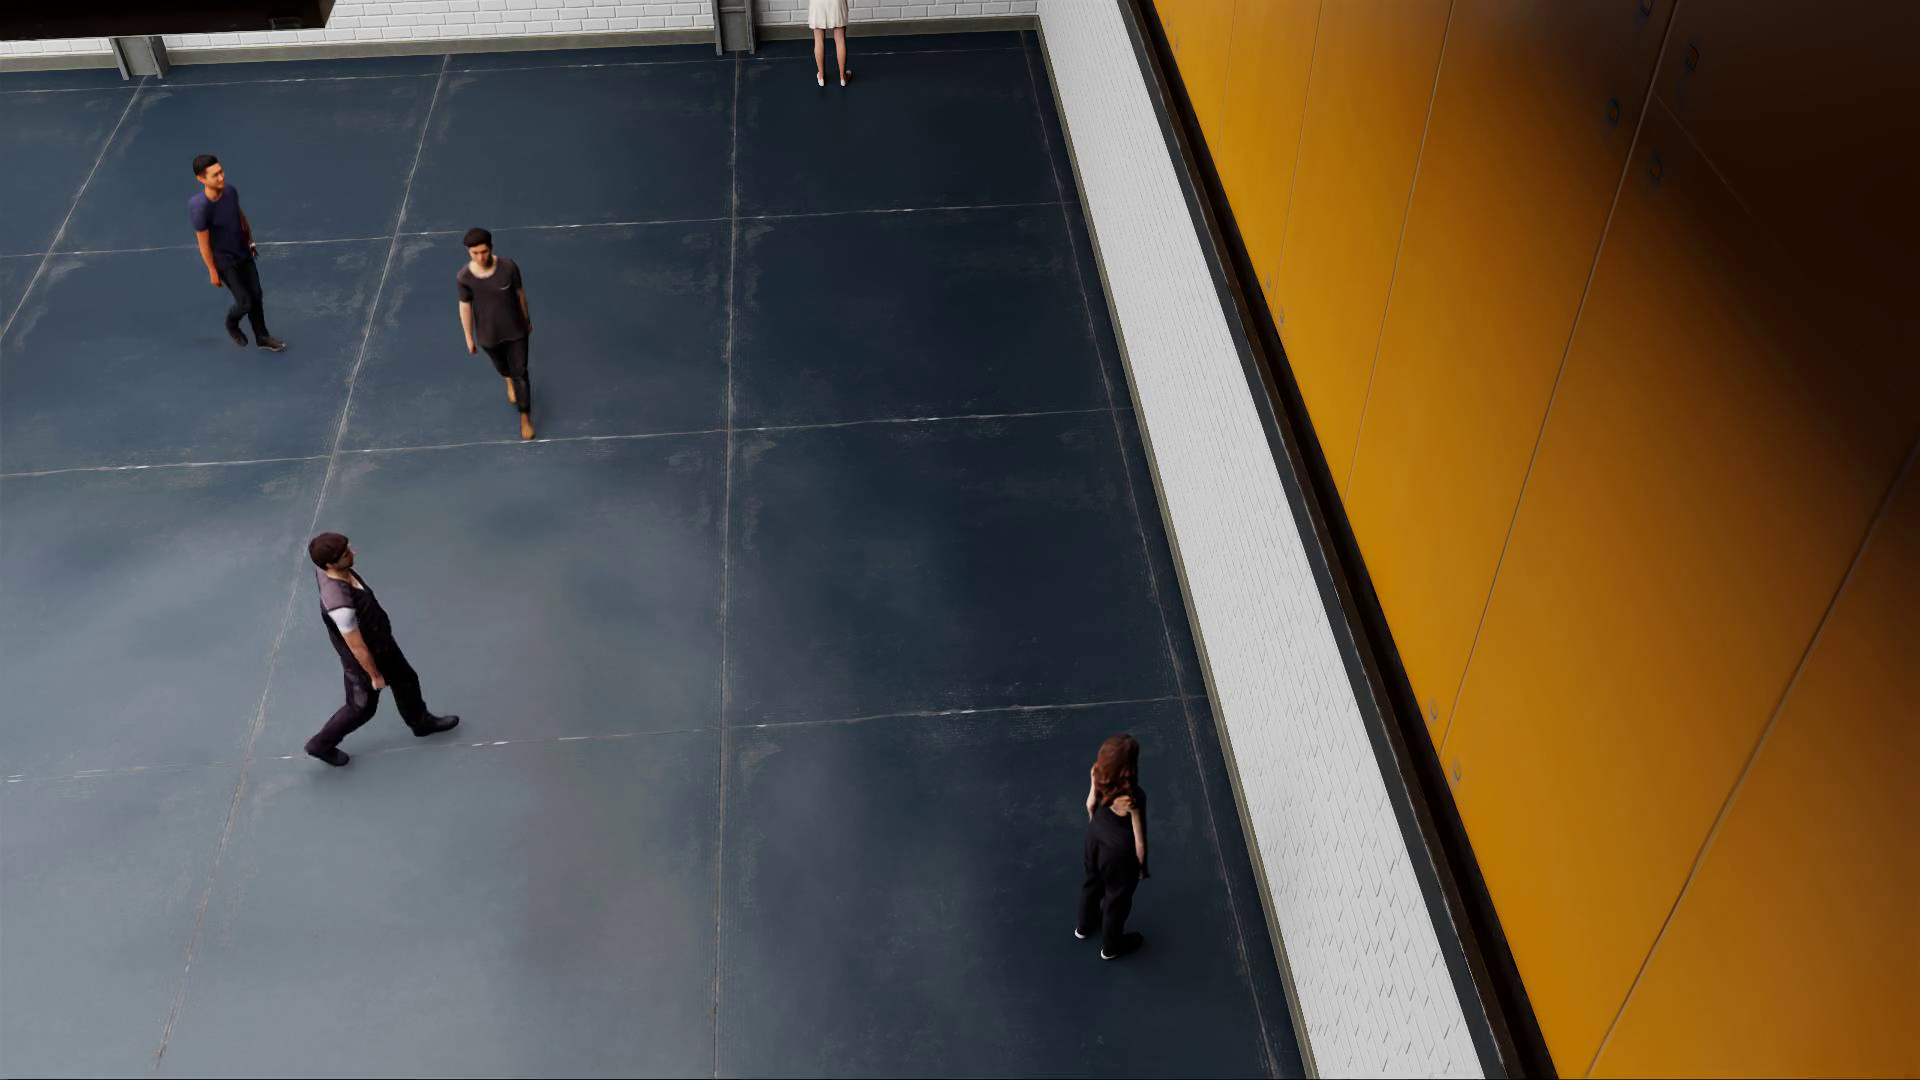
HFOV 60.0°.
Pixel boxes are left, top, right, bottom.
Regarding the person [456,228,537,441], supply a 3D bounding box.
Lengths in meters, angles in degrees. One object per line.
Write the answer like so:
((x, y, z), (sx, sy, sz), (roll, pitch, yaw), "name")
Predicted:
((-3.464, -1.645, 12.496), (1.043, 1.675, 0.799), (-10, 44, -10), "person")

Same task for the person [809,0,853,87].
((-1.294, -5.270, 16.274), (0.487, 1.712, 0.630), (0, 44, 1), "person")

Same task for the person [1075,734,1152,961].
((0.815, 1.651, 8.984), (0.693, 1.747, 0.665), (-30, 51, -28), "person")

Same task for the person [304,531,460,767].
((-3.672, 0.687, 9.945), (1.216, 1.817, 0.861), (-12, 45, -13), "person")

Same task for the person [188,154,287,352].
((-5.775, -2.230, 13.034), (0.848, 1.780, 0.804), (14, 45, 14), "person")
